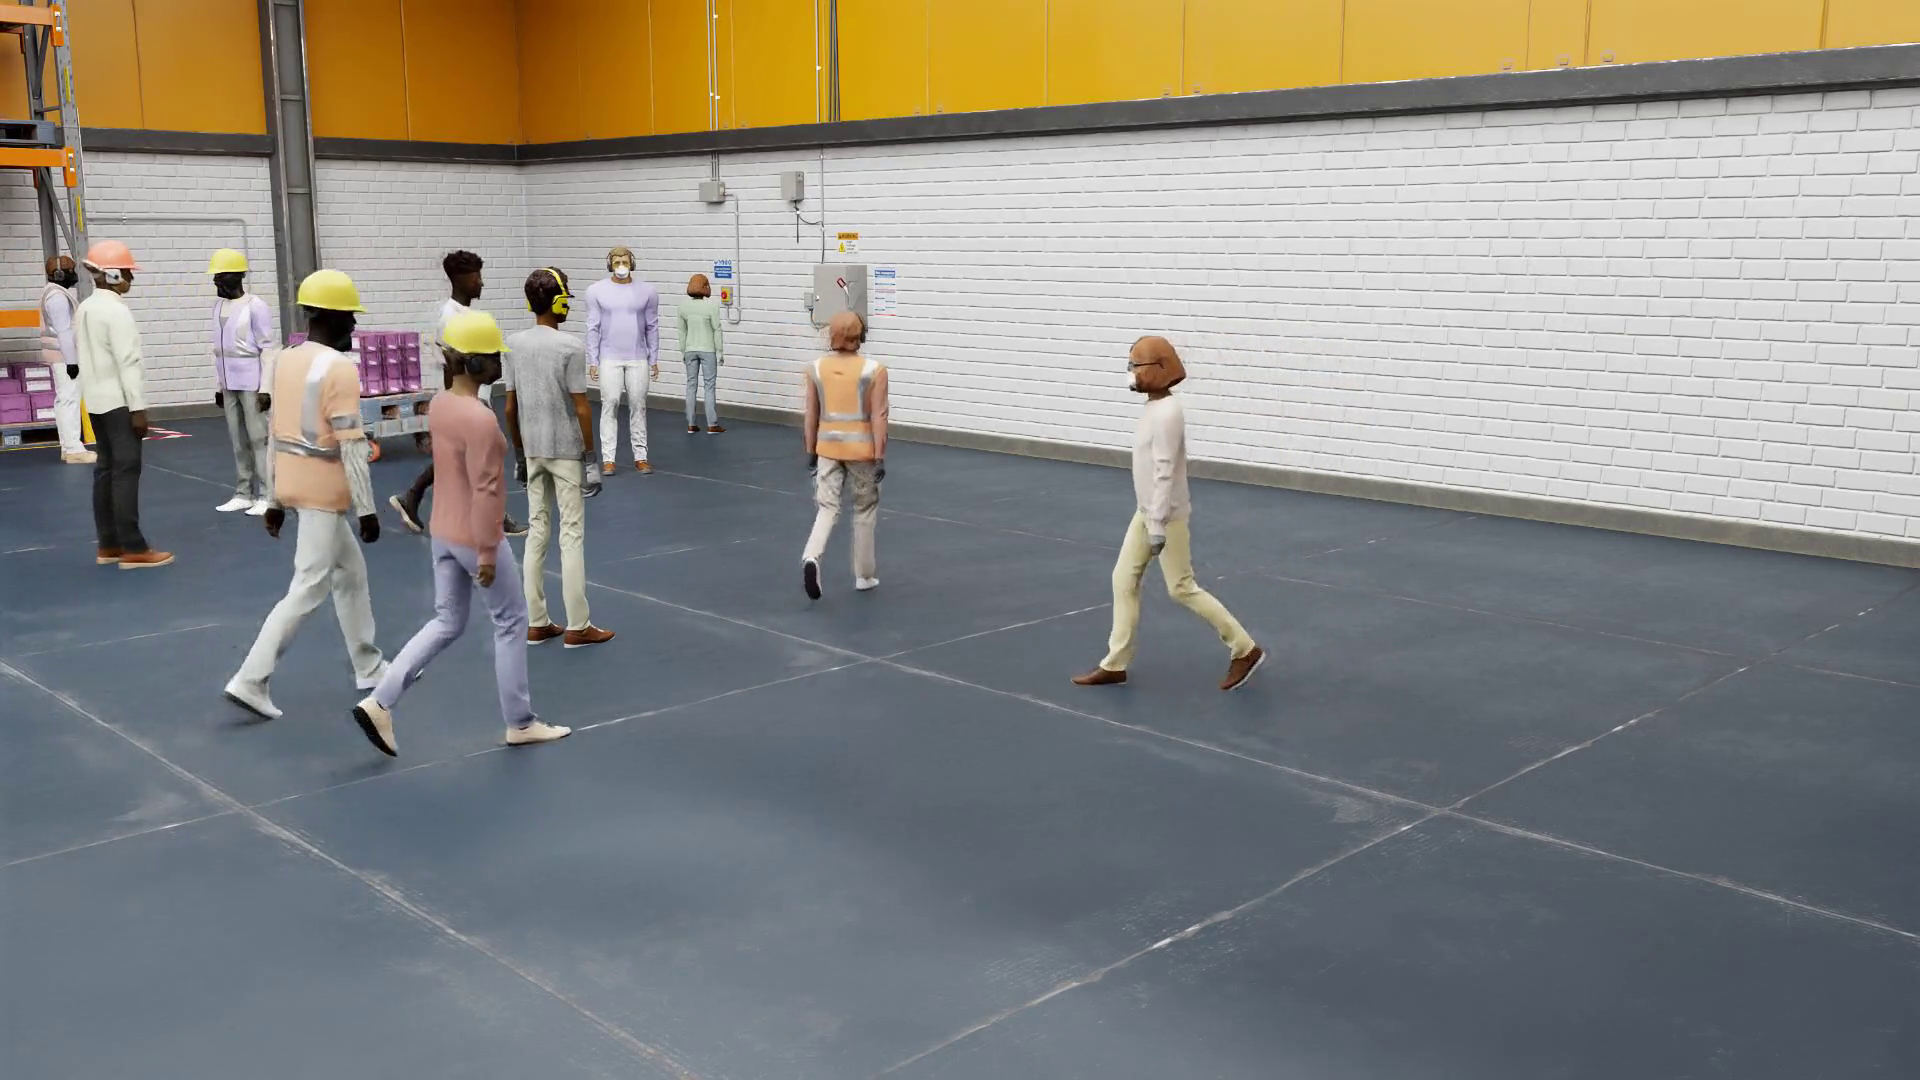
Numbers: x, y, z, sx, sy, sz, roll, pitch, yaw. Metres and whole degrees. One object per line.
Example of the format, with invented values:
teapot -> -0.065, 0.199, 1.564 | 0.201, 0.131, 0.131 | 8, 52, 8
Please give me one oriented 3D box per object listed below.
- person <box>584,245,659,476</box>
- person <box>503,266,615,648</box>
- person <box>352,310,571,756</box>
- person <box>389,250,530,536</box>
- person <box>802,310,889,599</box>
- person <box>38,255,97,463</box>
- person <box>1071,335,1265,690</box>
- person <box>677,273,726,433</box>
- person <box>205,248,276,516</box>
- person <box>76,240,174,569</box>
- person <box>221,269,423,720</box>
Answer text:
person -> -2.846, -1.515, 14.087 | 0.631, 1.940, 0.372 | -4, 11, -19
person -> -1.987, -0.399, 8.189 | 0.513, 1.872, 0.328 | 5, 11, 23
person -> -1.954, -0.012, 6.413 | 0.762, 1.742, 0.522 | -9, 14, -41
person -> -3.386, -0.970, 11.138 | 0.892, 1.935, 0.609 | -2, 11, -12
person -> -0.659, -0.465, 9.256 | 0.521, 1.617, 0.690 | 4, 11, 19
person -> -7.956, -1.608, 14.861 | 0.429, 1.844, 0.624 | -7, 12, -33
person -> 0.953, -0.110, 7.372 | 0.813, 1.599, 0.505 | -1, 10, -4
person -> -2.646, -1.905, 17.033 | 0.500, 1.636, 0.284 | 4, 11, 20
person -> -5.215, -1.137, 12.055 | 0.595, 1.925, 0.374 | 6, 12, 31
person -> -5.133, -0.823, 10.165 | 0.622, 1.990, 0.402 | 9, 14, 41
person -> -2.793, -0.200, 7.085 | 0.601, 1.892, 0.913 | 10, 14, 44
